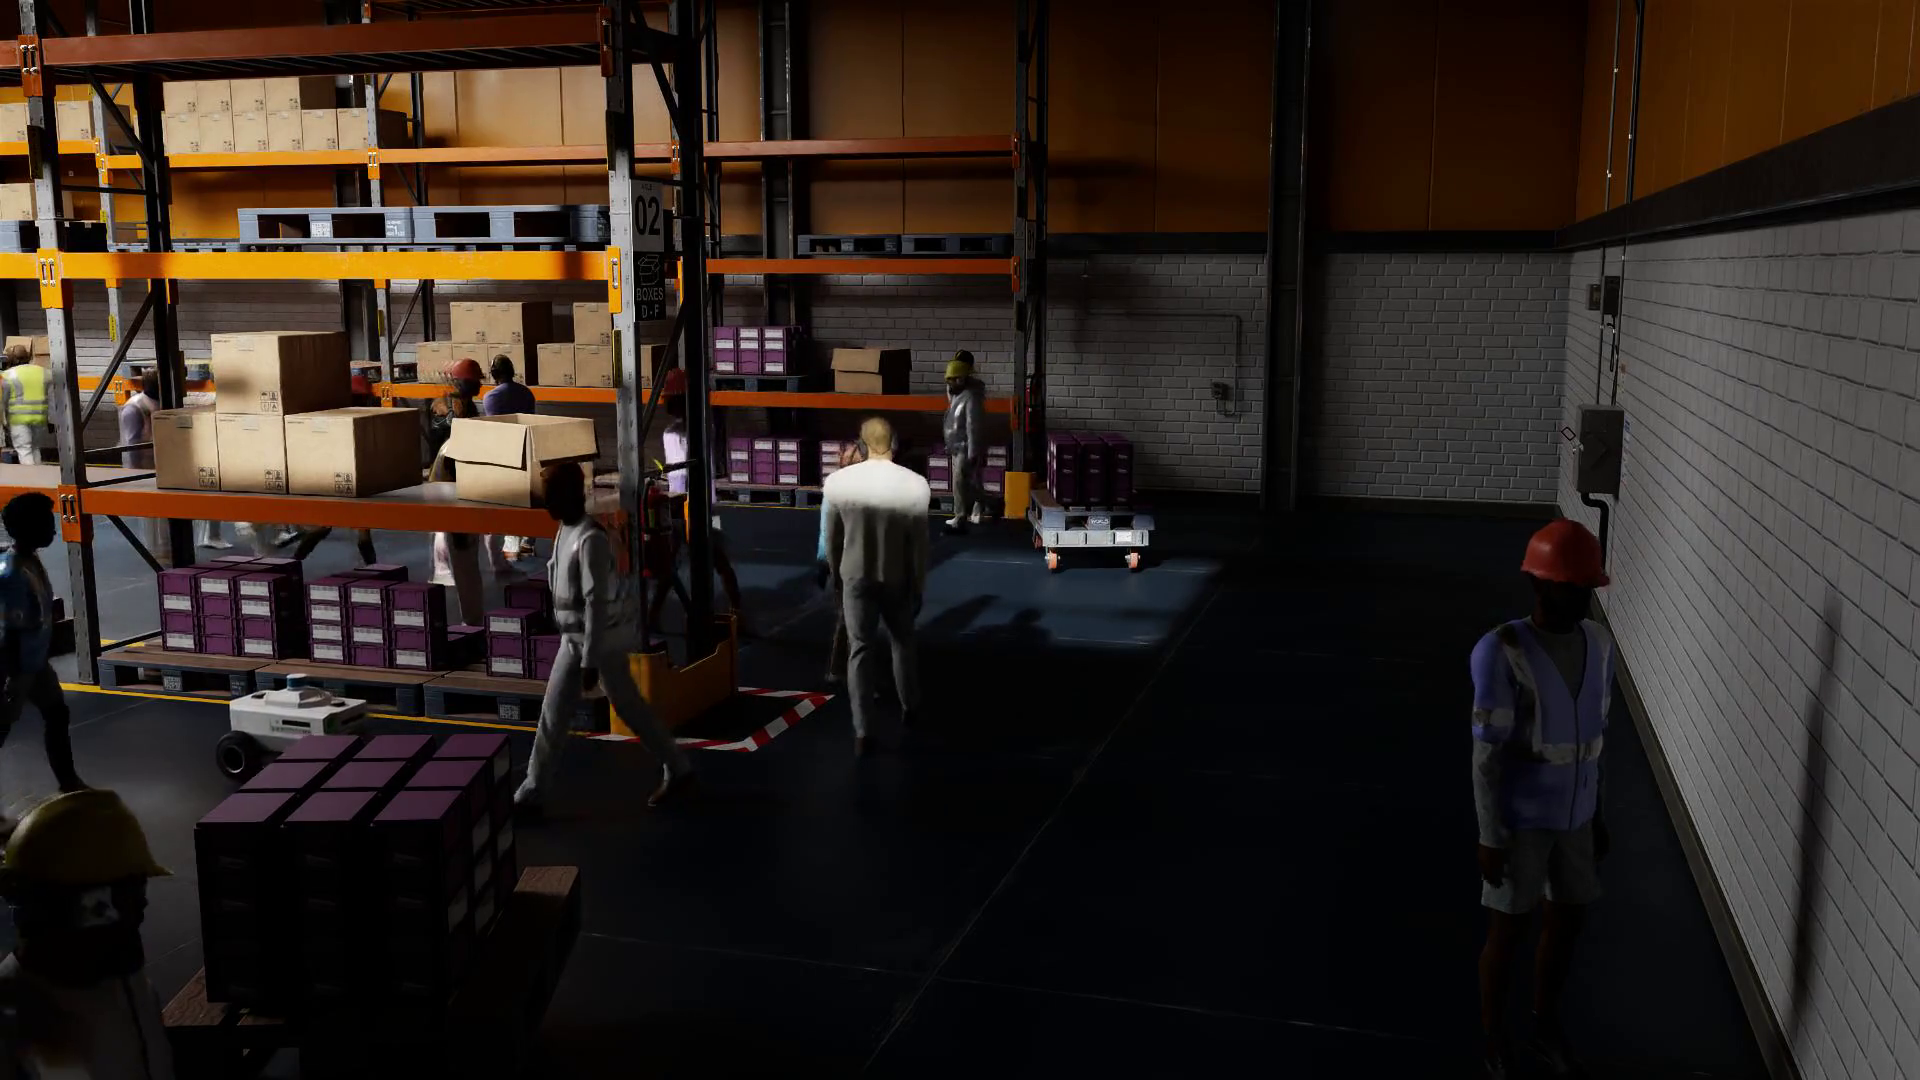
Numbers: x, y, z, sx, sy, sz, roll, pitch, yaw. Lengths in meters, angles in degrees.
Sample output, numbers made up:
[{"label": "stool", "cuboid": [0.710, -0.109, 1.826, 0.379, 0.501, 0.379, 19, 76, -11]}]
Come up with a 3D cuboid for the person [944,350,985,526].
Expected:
[{"label": "person", "cuboid": [0.043, -1.082, 17.684, 0.521, 1.871, 0.334, -8, 12, -39]}]

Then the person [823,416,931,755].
[{"label": "person", "cuboid": [-0.472, 0.229, 9.648, 0.631, 1.880, 0.964, 0, 9, 2]}]

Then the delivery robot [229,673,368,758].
[{"label": "delivery robot", "cuboid": [-3.549, 0.962, 8.936, 0.707, 0.478, 0.477, 3, 10, 19]}]

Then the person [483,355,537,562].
[{"label": "person", "cuboid": [-4.207, -0.760, 15.537, 0.375, 1.931, 0.628, 4, 10, 24]}]

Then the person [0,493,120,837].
[{"label": "person", "cuboid": [-4.506, 0.597, 8.088, 0.675, 1.658, 0.554, -3, 10, -18]}]

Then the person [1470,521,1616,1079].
[{"label": "person", "cuboid": [1.929, 0.895, 5.461, 0.555, 1.932, 0.381, -4, 10, -21]}]

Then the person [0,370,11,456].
[{"label": "person", "cuboid": [-11.283, -1.387, 19.339, 0.376, 1.932, 0.551, 2, 10, 13]}]

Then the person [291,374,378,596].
[{"label": "person", "cuboid": [-5.271, -0.456, 13.950, 1.047, 1.862, 0.555, -4, 10, -22]}]

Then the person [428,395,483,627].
[{"label": "person", "cuboid": [-3.602, -0.120, 11.935, 0.428, 1.837, 0.625, -2, 10, -13]}]

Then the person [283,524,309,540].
[{"label": "person", "cuboid": [-6.710, -0.887, 16.813, 0.328, 1.765, 0.532, -7, 11, -35]}]

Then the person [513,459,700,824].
[{"label": "person", "cuboid": [-1.803, 0.492, 8.267, 1.074, 1.824, 0.593, -6, 11, -31]}]

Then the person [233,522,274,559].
[{"label": "person", "cuboid": [-6.053, -0.394, 14.288, 0.659, 1.615, 0.535, 5, 11, 30]}]

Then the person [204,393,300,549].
[{"label": "person", "cuboid": [-6.961, -0.808, 16.049, 0.970, 1.862, 0.593, 3, 10, 19]}]

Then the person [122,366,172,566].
[{"label": "person", "cuboid": [-7.389, -0.687, 15.362, 0.429, 1.841, 0.633, 3, 10, 16]}]

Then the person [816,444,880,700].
[{"label": "person", "cuboid": [-0.624, 0.197, 10.647, 0.674, 1.611, 0.521, 7, 11, 36]}]

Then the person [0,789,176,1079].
[{"label": "person", "cuboid": [-1.587, 1.362, 3.102, 0.661, 1.781, 0.625, -1, 9, -4]}]

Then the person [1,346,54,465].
[{"label": "person", "cuboid": [-11.242, -1.414, 19.894, 0.688, 1.809, 0.664, 4, 10, 25]}]

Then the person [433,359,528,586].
[{"label": "person", "cuboid": [-4.154, -0.564, 14.254, 0.911, 1.954, 0.630, 1, 9, 8]}]

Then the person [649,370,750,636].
[{"label": "person", "cuboid": [-2.012, -0.262, 12.349, 1.039, 1.993, 0.616, 5, 10, 26]}]

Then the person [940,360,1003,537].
[{"label": "person", "cuboid": [0.116, -0.939, 17.023, 0.656, 1.807, 0.612, -3, 10, -18]}]
